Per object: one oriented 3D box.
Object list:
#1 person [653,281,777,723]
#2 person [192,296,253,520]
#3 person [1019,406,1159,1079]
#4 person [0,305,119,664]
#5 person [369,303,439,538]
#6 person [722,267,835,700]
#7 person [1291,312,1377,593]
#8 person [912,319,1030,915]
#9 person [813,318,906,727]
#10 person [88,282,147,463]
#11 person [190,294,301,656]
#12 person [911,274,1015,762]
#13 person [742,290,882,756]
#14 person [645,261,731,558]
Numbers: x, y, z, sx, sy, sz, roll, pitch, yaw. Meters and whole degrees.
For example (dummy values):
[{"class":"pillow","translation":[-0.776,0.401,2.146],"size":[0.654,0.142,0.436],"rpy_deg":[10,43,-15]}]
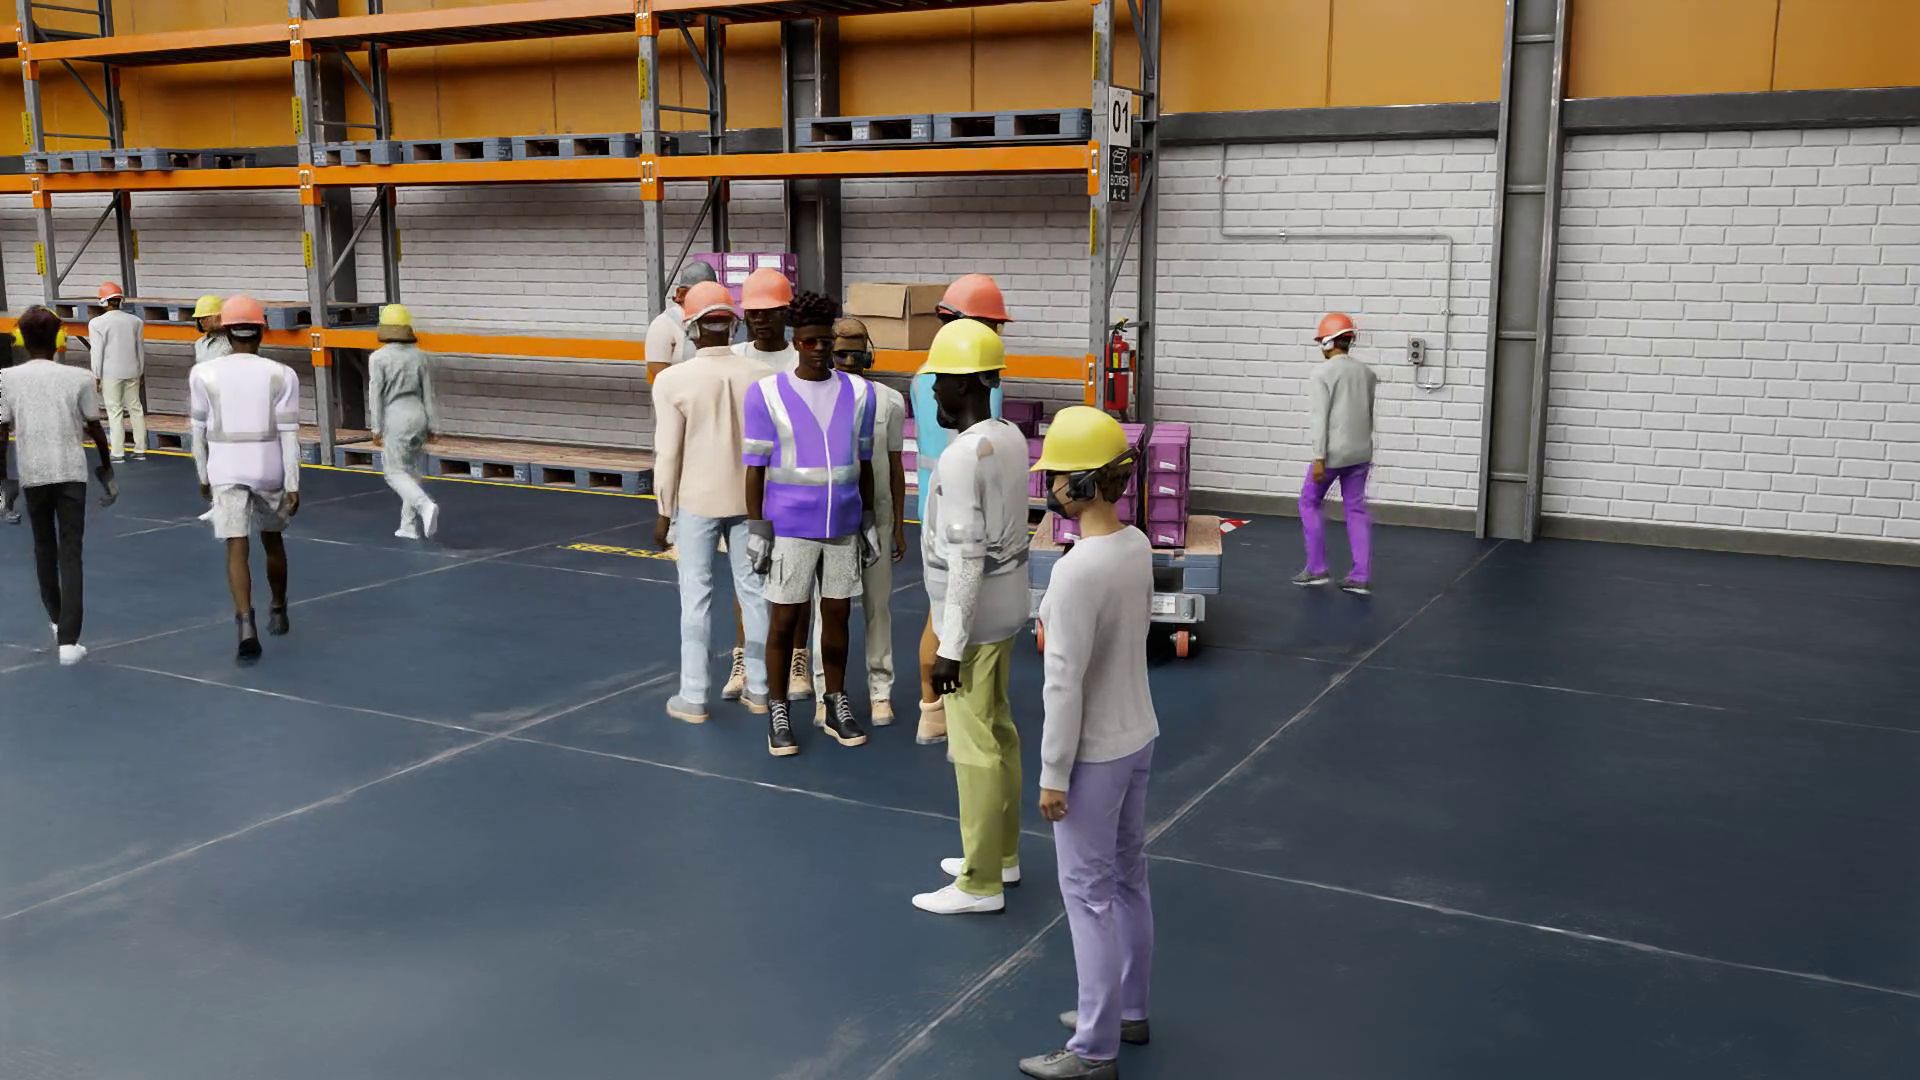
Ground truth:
[{"class":"person","translation":[-1.103,-0.168,7.552],"size":[0.630,1.983,0.417],"rpy_deg":[-6,12,-29]},{"class":"person","translation":[-5.681,-0.999,12.773],"size":[0.492,1.740,0.325],"rpy_deg":[5,11,23]},{"class":"person","translation":[0.335,0.534,4.321],"size":[0.340,1.762,0.527],"rpy_deg":[5,11,26]},{"class":"person","translation":[-4.745,-0.311,8.779],"size":[0.506,1.828,0.908],"rpy_deg":[-3,11,-14]},{"class":"person","translation":[-3.919,-0.820,11.889],"size":[0.657,1.721,0.491],"rpy_deg":[7,13,35]},{"class":"person","translation":[-0.888,-0.250,7.836],"size":[0.605,2.045,0.385],"rpy_deg":[1,10,3]},{"class":"person","translation":[2.338,-0.540,10.308],"size":[0.581,1.715,0.626],"rpy_deg":[-7,12,-32]},{"class":"person","translation":[0.033,0.254,5.387],"size":[0.369,1.925,0.594],"rpy_deg":[3,11,17]},{"class":"person","translation":[-0.488,-0.067,7.419],"size":[0.501,1.838,0.343],"rpy_deg":[-2,11,-10]},{"class":"person","translation":[-8.206,-1.631,16.201],"size":[0.329,1.751,0.563],"rpy_deg":[5,12,27]},{"class":"person","translation":[-3.764,-0.349,8.825],"size":[0.542,1.900,0.944],"rpy_deg":[-4,11,-23]},{"class":"person","translation":[0.034,-0.091,7.001],"size":[0.410,2.035,0.614],"rpy_deg":[-6,12,-29]},{"class":"person","translation":[-0.620,-0.071,7.067],"size":[0.613,1.963,0.362],"rpy_deg":[-5,12,-26]},{"class":"person","translation":[-1.780,-0.896,11.385],"size":[0.536,2.000,0.680],"rpy_deg":[9,14,41]}]
